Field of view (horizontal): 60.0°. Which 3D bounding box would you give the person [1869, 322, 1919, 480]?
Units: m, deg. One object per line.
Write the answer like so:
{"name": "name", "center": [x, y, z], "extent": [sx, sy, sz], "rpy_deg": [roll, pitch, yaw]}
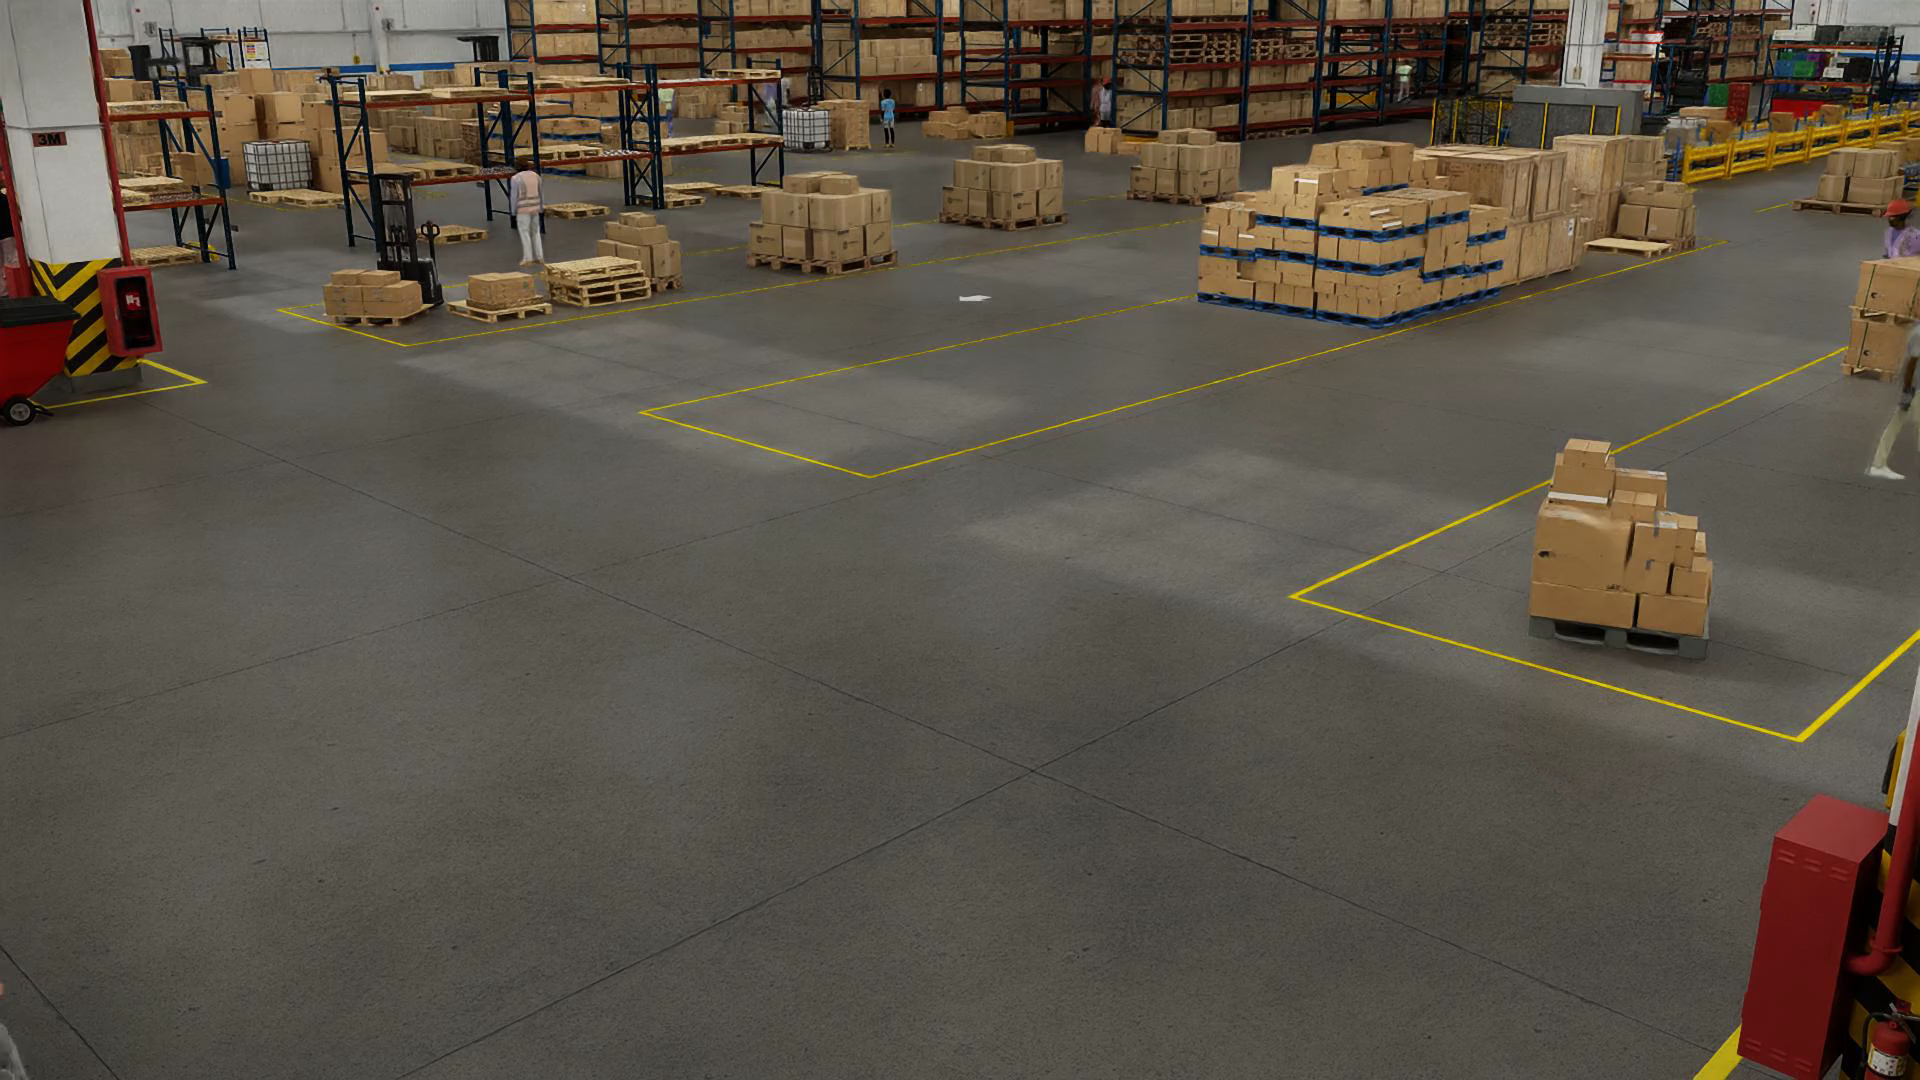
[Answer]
{"name": "person", "center": [9.165, -1.421, 15.683], "extent": [0.859, 1.838, 0.554], "rpy_deg": [10, 21, 28]}

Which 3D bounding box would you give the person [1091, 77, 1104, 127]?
{"name": "person", "center": [4.425, -13.712, 52.685], "extent": [0.940, 1.873, 0.651], "rpy_deg": [-16, 24, -40]}

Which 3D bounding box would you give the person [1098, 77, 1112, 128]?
{"name": "person", "center": [4.540, -13.269, 51.259], "extent": [0.551, 1.920, 0.571], "rpy_deg": [12, 22, 32]}

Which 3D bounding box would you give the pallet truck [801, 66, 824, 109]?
{"name": "pallet truck", "center": [-4.812, -15.182, 56.903], "extent": [0.823, 1.965, 1.885], "rpy_deg": [-9, 21, -26]}

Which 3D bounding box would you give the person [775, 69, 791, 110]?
{"name": "person", "center": [-6.129, -15.209, 57.074], "extent": [0.640, 1.938, 0.462], "rpy_deg": [7, 20, 20]}

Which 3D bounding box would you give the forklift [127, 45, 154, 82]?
{"name": "forklift", "center": [-25.544, -14.056, 52.129], "extent": [1.873, 2.768, 1.129], "rpy_deg": [-2, 18, -5]}

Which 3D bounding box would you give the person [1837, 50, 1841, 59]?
{"name": "person", "center": [42.591, -22.991, 80.849], "extent": [0.489, 1.734, 0.508], "rpy_deg": [-5, 19, -14]}

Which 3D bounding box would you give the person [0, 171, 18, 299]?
{"name": "person", "center": [-14.320, -4.552, 24.879], "extent": [0.623, 1.992, 0.397], "rpy_deg": [5, 19, 14]}

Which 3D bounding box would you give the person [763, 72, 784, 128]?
{"name": "person", "center": [-6.251, -14.829, 56.017], "extent": [1.032, 1.876, 0.629], "rpy_deg": [7, 20, 21]}

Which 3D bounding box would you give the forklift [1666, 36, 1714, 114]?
{"name": "forklift", "center": [27.341, -17.291, 61.877], "extent": [1.129, 2.768, 1.873], "rpy_deg": [17, 25, 41]}

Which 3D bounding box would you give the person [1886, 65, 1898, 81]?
{"name": "person", "center": [33.208, -16.014, 59.518], "extent": [0.599, 1.930, 0.448], "rpy_deg": [-7, 20, -21]}

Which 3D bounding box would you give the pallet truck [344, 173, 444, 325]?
{"name": "pallet truck", "center": [-8.209, -4.181, 23.757], "extent": [0.823, 1.965, 1.885], "rpy_deg": [3, 19, 9]}

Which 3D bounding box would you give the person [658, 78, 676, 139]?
{"name": "person", "center": [-9.112, -13.292, 51.374], "extent": [0.623, 1.894, 0.707], "rpy_deg": [-6, 19, -17]}

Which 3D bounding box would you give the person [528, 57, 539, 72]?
{"name": "person", "center": [-16.769, -17.873, 65.039], "extent": [0.661, 1.979, 0.590], "rpy_deg": [-10, 21, -27]}

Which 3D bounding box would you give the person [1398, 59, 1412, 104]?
{"name": "person", "center": [18.082, -18.597, 67.525], "extent": [0.573, 1.781, 1.001], "rpy_deg": [13, 22, 34]}

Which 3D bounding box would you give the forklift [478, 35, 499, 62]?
{"name": "forklift", "center": [-17.765, -17.698, 63.104], "extent": [1.129, 2.768, 1.873], "rpy_deg": [17, 25, 41]}

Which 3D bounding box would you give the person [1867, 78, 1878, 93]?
{"name": "person", "center": [32.667, -15.851, 59.452], "extent": [0.640, 1.656, 0.547], "rpy_deg": [-3, 19, -8]}

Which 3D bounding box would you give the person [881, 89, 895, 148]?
{"name": "person", "center": [-2.132, -12.434, 49.093], "extent": [0.319, 1.697, 0.532], "rpy_deg": [16, 24, 40]}

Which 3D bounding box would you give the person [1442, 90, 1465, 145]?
{"name": "person", "center": [14.745, -12.482, 49.300], "extent": [0.874, 1.658, 0.528], "rpy_deg": [1, 18, 4]}

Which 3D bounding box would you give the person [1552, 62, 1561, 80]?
{"name": "person", "center": [22.899, -17.272, 63.454], "extent": [0.712, 1.834, 0.996], "rpy_deg": [0, 18, -1]}

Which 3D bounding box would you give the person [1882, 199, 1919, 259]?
{"name": "person", "center": [12.230, -3.397, 21.445], "extent": [1.012, 1.985, 0.645], "rpy_deg": [-1, 18, -2]}

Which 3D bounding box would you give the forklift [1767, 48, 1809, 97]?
{"name": "forklift", "center": [35.652, -20.212, 70.679], "extent": [1.873, 2.768, 1.129], "rpy_deg": [17, 25, 41]}

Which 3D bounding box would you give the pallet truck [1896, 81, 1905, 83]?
{"name": "pallet truck", "center": [34.802, -16.331, 61.455], "extent": [0.653, 1.274, 1.630], "rpy_deg": [17, 25, 41]}

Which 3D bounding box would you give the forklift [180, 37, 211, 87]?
{"name": "forklift", "center": [-27.997, -17.065, 61.195], "extent": [1.873, 2.768, 1.129], "rpy_deg": [17, 25, 41]}

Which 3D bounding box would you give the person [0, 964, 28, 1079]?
{"name": "person", "center": [-3.775, 1.819, 6.175], "extent": [0.543, 1.687, 0.471], "rpy_deg": [12, 22, 31]}

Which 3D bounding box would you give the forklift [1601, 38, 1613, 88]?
{"name": "forklift", "center": [22.953, -16.839, 60.516], "extent": [1.873, 2.768, 1.129], "rpy_deg": [-16, 24, -40]}

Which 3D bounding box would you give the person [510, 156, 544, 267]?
{"name": "person", "center": [-7.344, -5.563, 28.187], "extent": [0.431, 1.834, 0.633], "rpy_deg": [12, 22, 31]}
